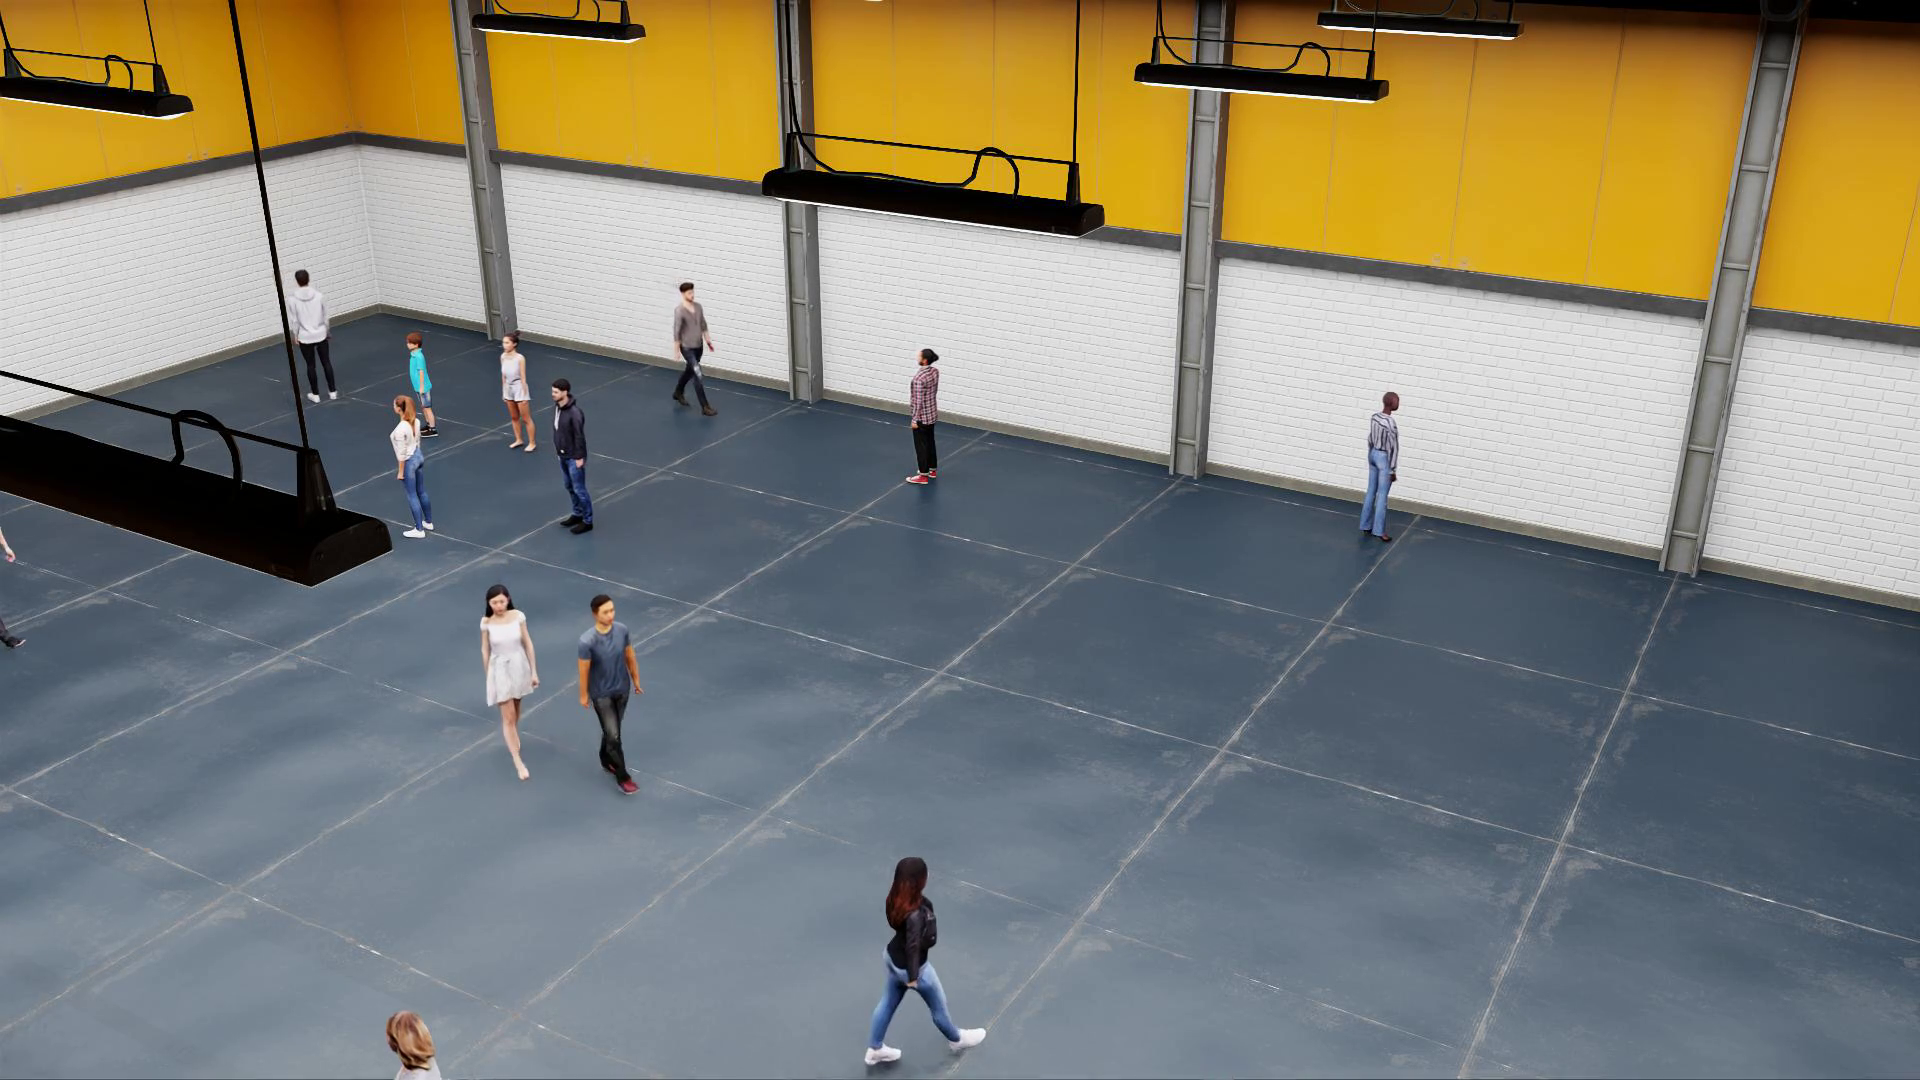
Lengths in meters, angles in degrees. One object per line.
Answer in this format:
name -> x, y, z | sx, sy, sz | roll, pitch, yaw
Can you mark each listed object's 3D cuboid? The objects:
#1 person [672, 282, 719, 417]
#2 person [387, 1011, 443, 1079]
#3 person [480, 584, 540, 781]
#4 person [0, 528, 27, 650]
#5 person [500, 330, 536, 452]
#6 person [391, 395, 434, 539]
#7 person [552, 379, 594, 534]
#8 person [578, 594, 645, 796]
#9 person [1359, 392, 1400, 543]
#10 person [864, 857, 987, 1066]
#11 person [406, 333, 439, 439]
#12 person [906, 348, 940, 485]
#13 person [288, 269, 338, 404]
person -> -3.849, -2.715, 23.472 | 1.213, 1.868, 0.709 | 15, 28, 30
person -> -2.920, 3.453, 9.509 | 1.112, 1.750, 0.957 | -1, 24, -3
person -> -3.996, 1.181, 14.735 | 1.051, 1.727, 1.244 | -11, 26, -24
person -> -10.026, 0.172, 16.822 | 1.217, 1.904, 0.715 | 10, 26, 22
person -> -5.893, -1.984, 22.120 | 0.435, 1.611, 0.602 | 13, 27, 27
person -> -6.410, -0.873, 19.444 | 0.639, 1.720, 0.670 | 5, 24, 11
person -> -4.548, -1.013, 19.554 | 0.804, 1.888, 0.645 | -18, 29, -35
person -> -3.096, 1.273, 14.443 | 1.003, 1.792, 0.809 | 20, 31, 38
person -> 4.897, -0.863, 19.326 | 0.763, 1.795, 0.675 | -9, 25, -20
person -> -0.414, 2.843, 11.096 | 1.122, 1.597, 1.104 | -9, 25, -19
person -> -7.321, -2.128, 22.654 | 0.649, 1.448, 0.554 | -14, 27, -29
person -> -0.453, -1.584, 21.020 | 0.634, 1.759, 0.703 | 11, 26, 23
person -> -9.316, -2.950, 23.933 | 0.770, 1.929, 0.755 | -15, 28, -31
